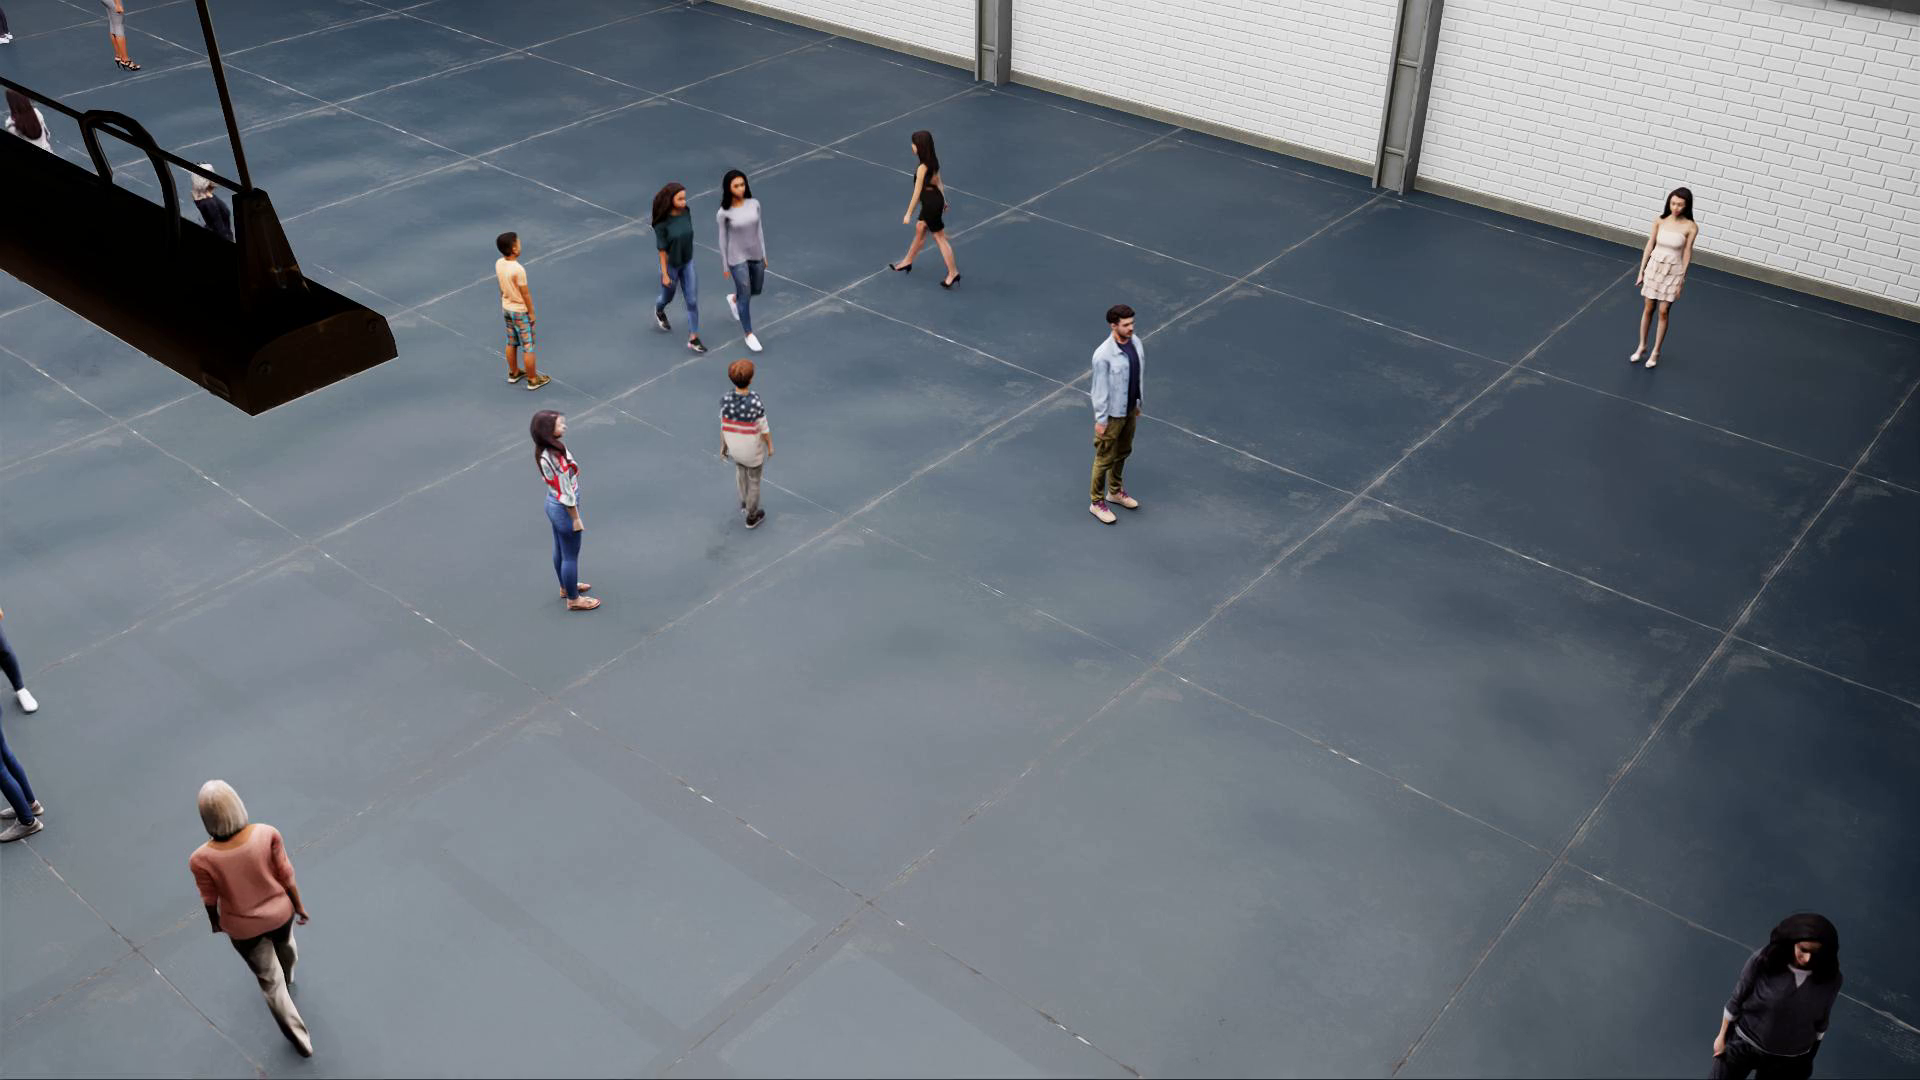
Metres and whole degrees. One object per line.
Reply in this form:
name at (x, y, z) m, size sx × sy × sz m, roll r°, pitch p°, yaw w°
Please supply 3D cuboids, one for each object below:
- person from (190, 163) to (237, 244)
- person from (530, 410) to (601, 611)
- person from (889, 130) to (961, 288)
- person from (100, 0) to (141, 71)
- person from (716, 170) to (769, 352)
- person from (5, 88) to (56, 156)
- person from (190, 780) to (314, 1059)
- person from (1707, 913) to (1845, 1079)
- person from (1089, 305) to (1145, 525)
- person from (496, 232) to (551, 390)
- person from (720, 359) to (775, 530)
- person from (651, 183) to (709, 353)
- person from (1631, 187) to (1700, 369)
person at (-7.026, -2.693, 15.653) m, size 0.784 × 1.736 × 0.752 m, roll -21°, pitch 39°, yaw -29°
person at (-2.886, -0.229, 12.058) m, size 0.718 × 1.612 × 0.585 m, roll -15°, pitch 37°, yaw -22°
person at (-0.198, -3.286, 16.659) m, size 1.104 × 1.611 × 0.907 m, roll 8°, pitch 34°, yaw 11°
person at (-11.490, -7.276, 22.509) m, size 0.688 × 1.781 × 0.528 m, roll -24°, pitch 41°, yaw -32°
person at (-2.071, -2.669, 15.633) m, size 0.754 × 1.720 × 1.013 m, roll -22°, pitch 39°, yaw -29°
person at (-9.770, -4.012, 17.777) m, size 1.082 × 1.582 × 0.726 m, roll 19°, pitch 38°, yaw 26°
person at (-3.608, 2.008, 8.628) m, size 0.777 × 1.685 × 1.091 m, roll -21°, pitch 39°, yaw -29°
person at (3.856, 2.411, 7.951) m, size 0.573 × 1.762 × 0.725 m, roll 11°, pitch 35°, yaw 16°
person at (1.223, -1.017, 13.064) m, size 0.561 × 1.812 × 0.678 m, roll 27°, pitch 42°, yaw 34°
person at (-3.992, -2.072, 14.970) m, size 0.440 × 1.458 × 0.598 m, roll 20°, pitch 39°, yaw 28°
person at (-1.699, -0.726, 12.973) m, size 0.682 × 1.428 × 0.729 m, roll 10°, pitch 35°, yaw 14°
person at (-2.706, -2.579, 15.620) m, size 0.719 × 1.584 × 1.102 m, roll -24°, pitch 40°, yaw -31°
person at (6.452, -2.410, 15.228) m, size 0.438 × 1.736 × 0.617 m, roll 25°, pitch 41°, yaw 33°
